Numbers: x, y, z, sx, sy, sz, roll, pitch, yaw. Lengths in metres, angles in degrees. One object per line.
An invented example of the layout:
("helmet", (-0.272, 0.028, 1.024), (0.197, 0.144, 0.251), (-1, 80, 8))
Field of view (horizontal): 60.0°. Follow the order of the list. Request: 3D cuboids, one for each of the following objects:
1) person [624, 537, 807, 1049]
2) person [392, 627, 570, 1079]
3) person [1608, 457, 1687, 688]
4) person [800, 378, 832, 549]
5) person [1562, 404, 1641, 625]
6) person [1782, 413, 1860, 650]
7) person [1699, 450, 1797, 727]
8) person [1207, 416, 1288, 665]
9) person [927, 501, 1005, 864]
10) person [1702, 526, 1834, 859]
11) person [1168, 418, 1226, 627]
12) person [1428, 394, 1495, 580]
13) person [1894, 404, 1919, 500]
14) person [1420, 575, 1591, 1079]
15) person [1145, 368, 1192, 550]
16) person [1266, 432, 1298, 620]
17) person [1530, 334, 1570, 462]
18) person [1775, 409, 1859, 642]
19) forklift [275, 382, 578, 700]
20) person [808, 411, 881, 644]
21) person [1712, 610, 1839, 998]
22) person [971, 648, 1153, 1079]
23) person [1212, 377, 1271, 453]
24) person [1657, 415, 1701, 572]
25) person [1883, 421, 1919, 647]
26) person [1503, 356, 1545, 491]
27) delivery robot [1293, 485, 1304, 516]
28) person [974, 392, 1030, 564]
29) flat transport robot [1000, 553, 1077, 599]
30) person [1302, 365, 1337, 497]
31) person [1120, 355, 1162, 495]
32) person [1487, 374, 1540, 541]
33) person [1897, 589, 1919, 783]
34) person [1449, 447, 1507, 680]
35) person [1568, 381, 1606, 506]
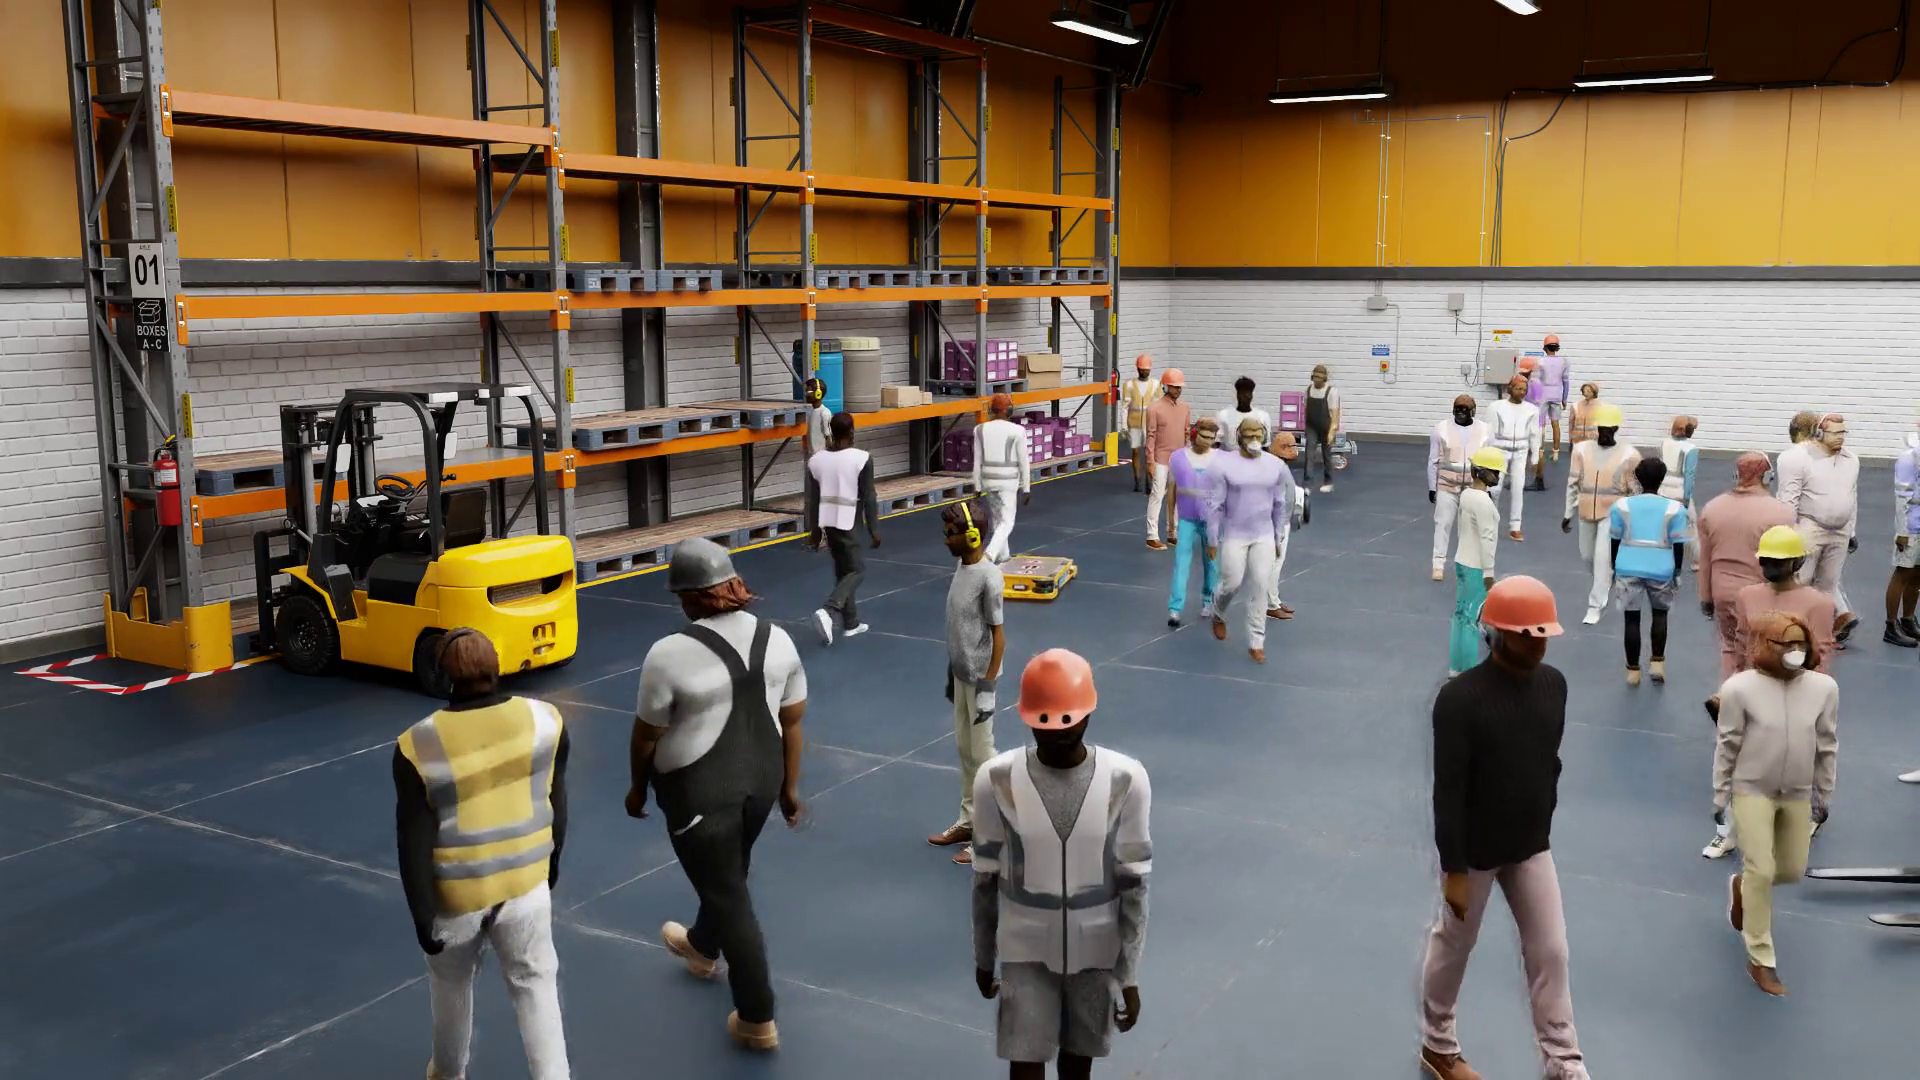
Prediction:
("person", (-1.012, 0.934, 6.650), (1.021, 2.000, 0.681), (8, 12, 43))
("person", (-1.629, 1.196, 5.793), (0.627, 1.805, 0.941), (-5, 11, -31))
("person", (5.008, 0.231, 12.163), (0.540, 1.674, 0.532), (4, 10, 23))
("person", (-1.559, -0.837, 18.227), (0.327, 1.874, 0.517), (-3, 10, -20))
("person", (5.618, -0.252, 14.510), (0.590, 1.897, 0.849), (8, 12, 42))
("person", (6.875, -0.058, 13.263), (0.655, 1.904, 0.407), (-2, 9, -10))
("person", (5.023, 0.365, 10.676), (0.603, 1.885, 0.655), (-5, 10, -27))
("person", (2.227, -0.026, 13.049), (0.634, 1.920, 0.767), (-1, 9, -8))
("person", (0.051, 0.721, 8.528), (0.327, 1.865, 0.519), (-4, 10, -23))
("person", (4.279, 0.775, 8.669), (0.912, 1.730, 0.527), (-8, 12, -40))
("person", (2.050, -0.156, 14.268), (0.562, 1.777, 0.977), (2, 9, 14))
("person", (4.899, -0.507, 16.276), (0.625, 1.839, 0.430), (1, 9, 9))
("person", (9.277, -0.446, 15.966), (0.606, 1.821, 0.410), (2, 9, 13))
("person", (1.962, 1.105, 5.828), (0.662, 1.951, 0.944), (-4, 10, -24))
("person", (2.285, -0.879, 18.143), (0.619, 1.985, 0.406), (-6, 11, -34))
("person", (2.815, -0.131, 14.557), (0.280, 1.634, 0.507), (2, 9, 14))
("person", (9.422, -2.271, 26.640), (0.615, 2.042, 0.372), (0, 9, -3))
("person", (6.956, -0.115, 13.643), (0.630, 1.907, 0.903), (-4, 10, -23))
("forklift", (-3.974, -0.067, 12.417), (2.313, 2.155, 1.214), (5, 11, 30))
("person", (-0.986, -0.105, 13.585), (0.598, 1.895, 0.782), (5, 11, 31))
("person", (3.453, 1.071, 7.126), (0.501, 1.614, 0.626), (0, 9, 0))
("person", (0.306, 1.257, 5.036), (0.539, 1.915, 0.433), (0, 9, -1))
("person", (2.975, -0.768, 17.679), (0.616, 1.916, 0.979), (3, 9, 16))
("person", (7.210, -0.449, 16.650), (0.838, 1.592, 0.526), (-4, 10, -22))
("person", (7.789, -0.102, 13.460), (0.547, 1.928, 0.385), (-5, 10, -28))
("person", (7.817, -1.594, 22.876), (0.712, 1.887, 0.559), (-3, 10, -19))
("delivery robot", (3.936, -0.492, 19.880), (0.477, 0.478, 0.707), (2, 9, 13))
("person", (0.386, -0.535, 16.420), (0.582, 1.856, 0.860), (5, 10, 28))
("flat transport robot", (0.680, 0.338, 15.871), (0.652, 0.197, 1.431), (2, 9, 13))
("person", (4.878, -1.487, 22.571), (0.508, 1.784, 0.963), (6, 11, 31))
("person", (2.470, -1.561, 22.654), (0.574, 1.889, 0.946), (1, 9, 4))
("person", (6.233, -0.937, 18.834), (0.638, 1.873, 0.549), (1, 9, 4))
("person", (5.692, 0.666, 9.572), (0.310, 1.637, 0.523), (1, 9, 4))
("person", (3.779, 0.200, 12.109), (0.328, 1.760, 0.523), (0, 9, -1))
("person", (8.206, -1.268, 21.703), (0.520, 1.622, 0.644), (7, 11, 36))
